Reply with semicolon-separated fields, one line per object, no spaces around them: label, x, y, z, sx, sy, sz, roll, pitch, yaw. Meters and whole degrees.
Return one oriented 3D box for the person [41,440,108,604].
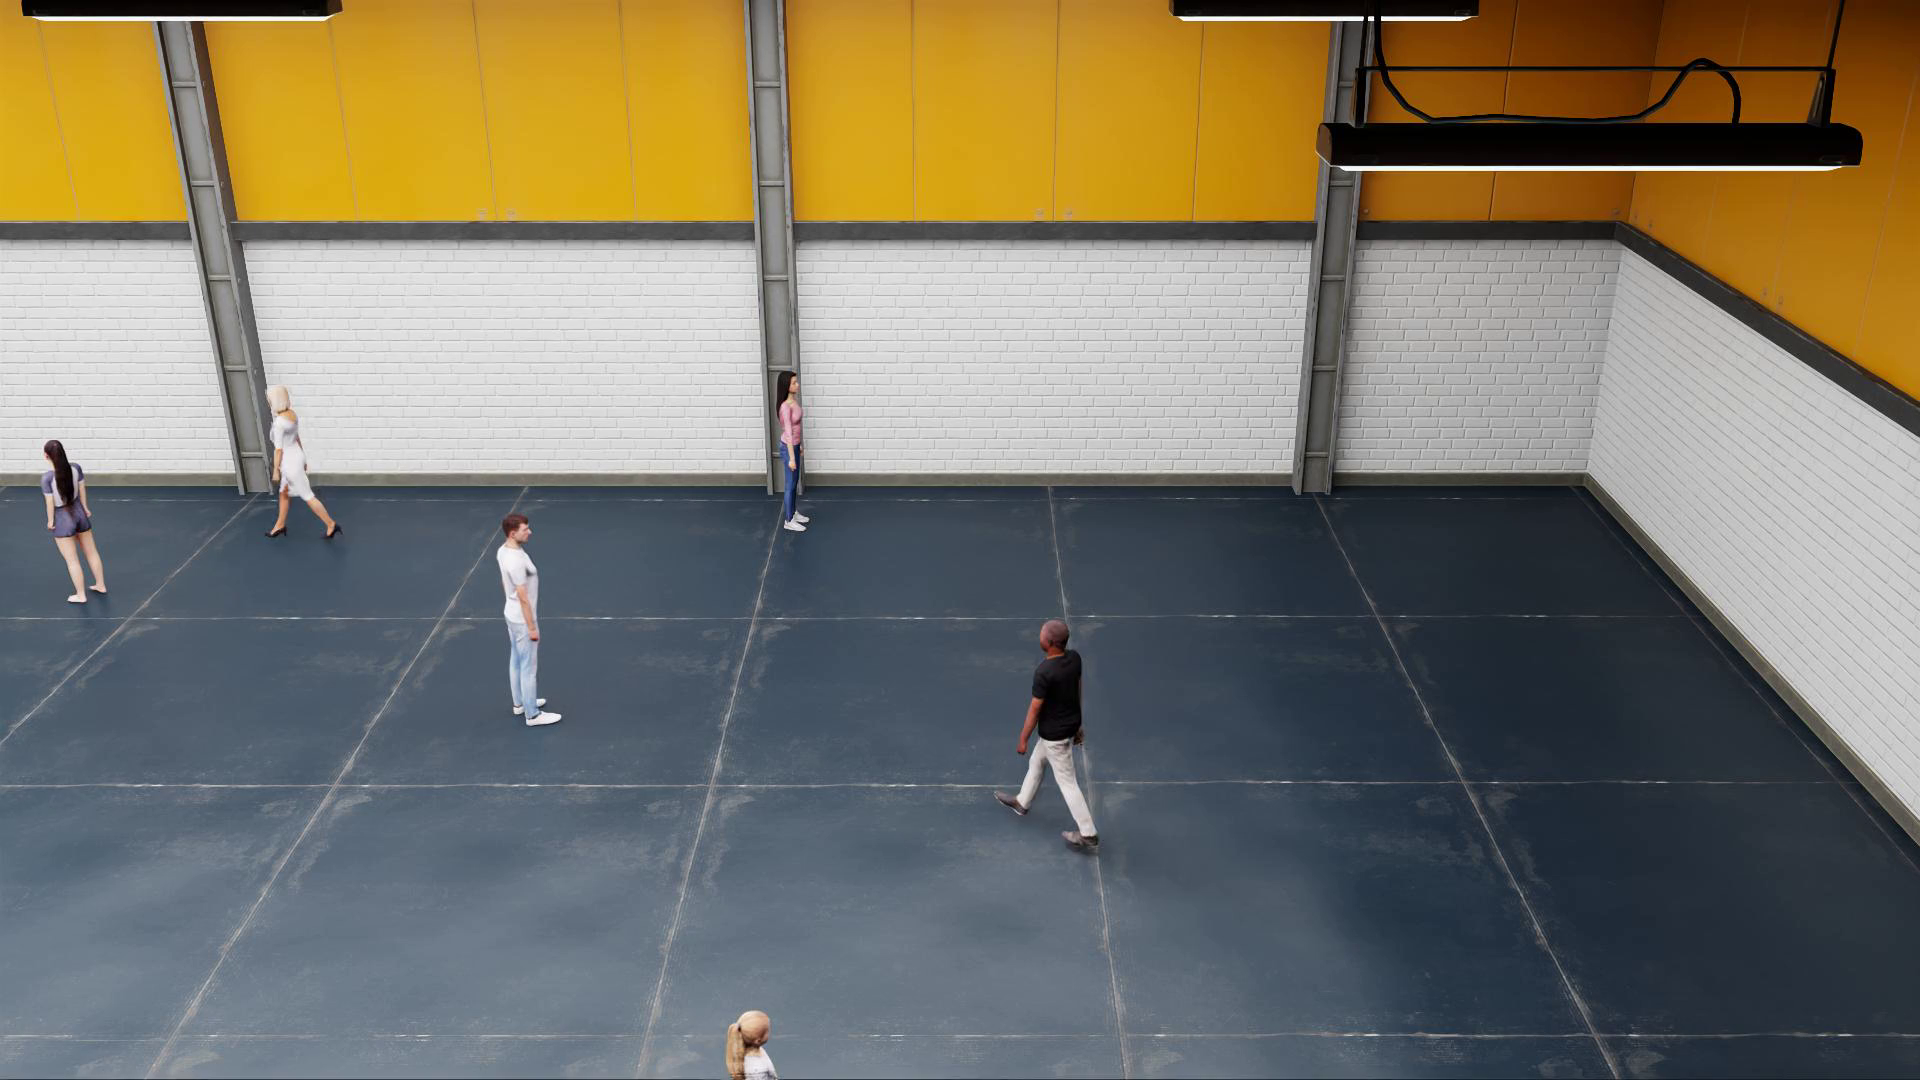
person;-8.591;-0.195;16.077;0.661;1.650;0.668;11;26;23

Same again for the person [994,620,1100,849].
person;0.773;1.461;12.164;1.304;1.751;1.140;17;29;33

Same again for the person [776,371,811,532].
person;-1.799;-0.972;17.740;0.543;1.742;0.589;3;24;6

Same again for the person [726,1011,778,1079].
person;-1.172;3.108;9.005;0.859;1.263;0.712;-12;26;-26

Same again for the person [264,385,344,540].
person;-6.857;-0.756;17.290;1.055;1.707;0.596;0;24;-1

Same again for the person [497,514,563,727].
person;-3.670;0.652;13.887;0.728;1.854;0.734;-13;27;-26
